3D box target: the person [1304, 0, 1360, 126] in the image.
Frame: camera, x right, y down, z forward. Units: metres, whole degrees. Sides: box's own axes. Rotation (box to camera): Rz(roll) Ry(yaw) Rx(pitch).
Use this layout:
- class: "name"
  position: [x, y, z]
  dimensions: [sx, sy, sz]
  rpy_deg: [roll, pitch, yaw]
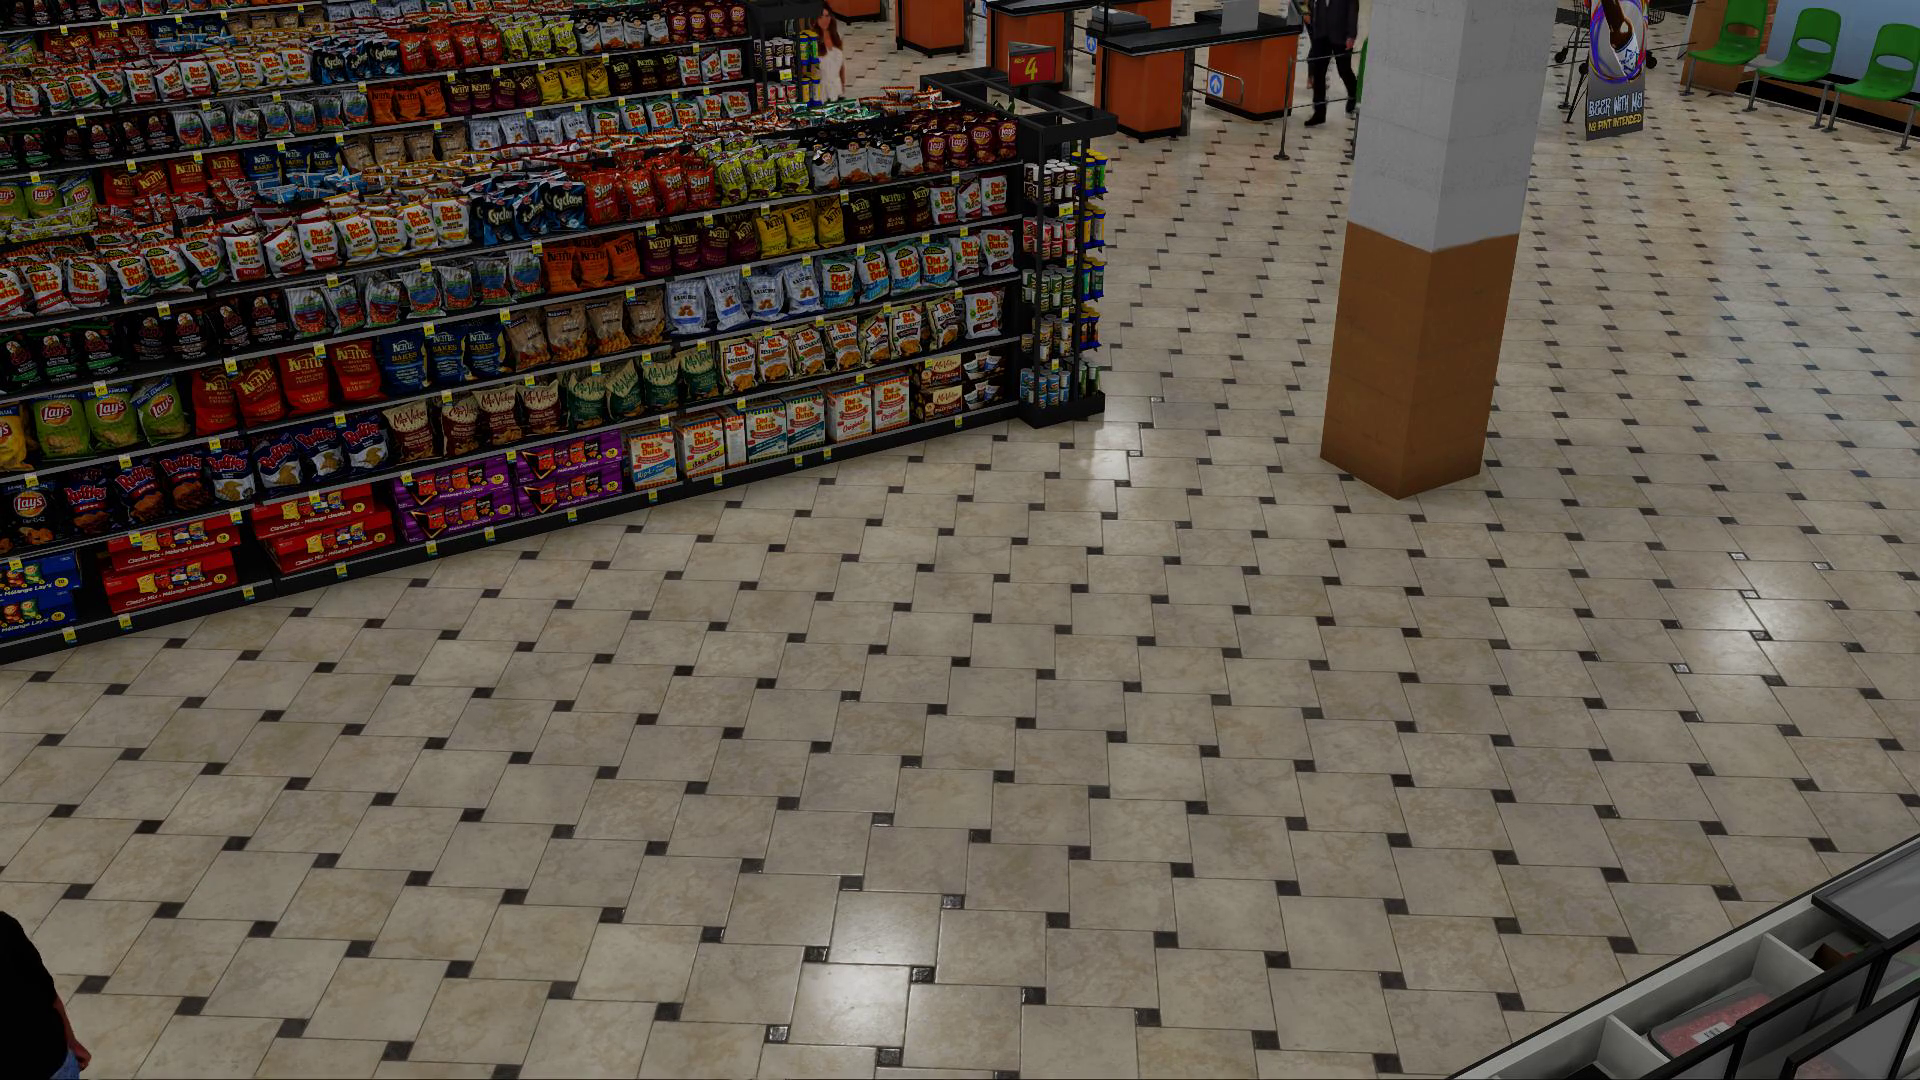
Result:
- class: "person"
  position: [3.961, -5.281, 17.402]
  dimensions: [0.979, 1.796, 1.217]
  rpy_deg: [19, 34, 31]

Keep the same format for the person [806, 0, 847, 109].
- class: "person"
  position: [-1.264, -3.968, 15.058]
  dimensions: [1.059, 1.737, 0.785]
  rpy_deg: [-22, 36, -35]
